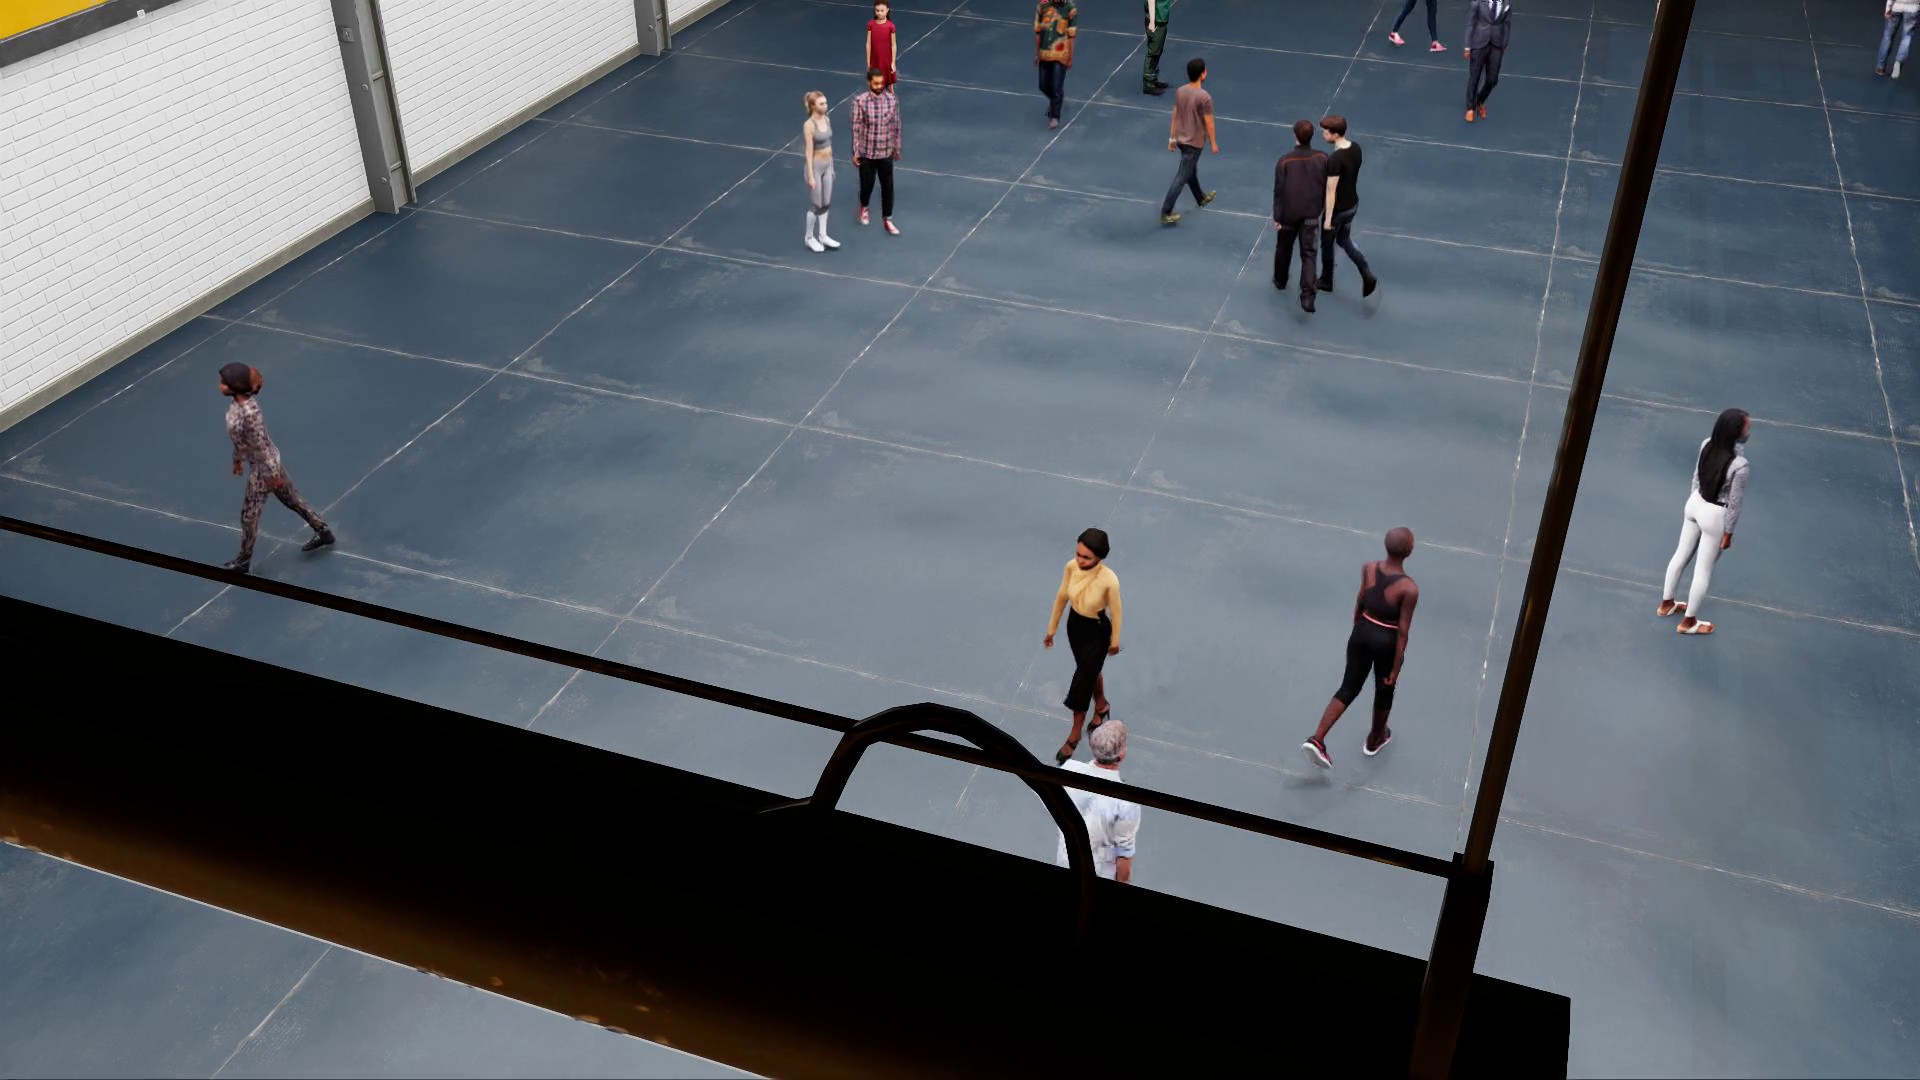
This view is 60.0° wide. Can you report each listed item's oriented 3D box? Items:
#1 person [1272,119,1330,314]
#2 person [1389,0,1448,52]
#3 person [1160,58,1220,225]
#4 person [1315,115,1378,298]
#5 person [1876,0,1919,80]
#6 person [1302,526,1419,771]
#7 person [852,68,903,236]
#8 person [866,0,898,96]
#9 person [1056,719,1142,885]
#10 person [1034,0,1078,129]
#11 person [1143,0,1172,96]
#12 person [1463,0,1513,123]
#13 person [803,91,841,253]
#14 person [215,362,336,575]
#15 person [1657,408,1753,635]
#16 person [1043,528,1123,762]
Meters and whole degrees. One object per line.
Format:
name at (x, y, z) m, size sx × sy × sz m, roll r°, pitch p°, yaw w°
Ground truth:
person at (3.292, -3.075, 15.991) m, size 0.979 × 1.795 × 1.307 m, roll 3°, pitch 34°, yaw 4°
person at (6.299, -7.603, 22.915) m, size 1.170 × 1.669 × 1.095 m, roll -21°, pitch 39°, yaw -29°
person at (2.386, -4.202, 17.746) m, size 1.198 × 1.727 × 1.020 m, roll -22°, pitch 39°, yaw -29°
person at (3.755, -3.177, 16.093) m, size 1.117 × 1.851 × 1.064 m, roll -27°, pitch 42°, yaw -34°
person at (12.395, -6.942, 21.772) m, size 0.674 × 1.834 × 0.981 m, roll 12°, pitch 36°, yaw 18°
person at (2.522, 0.710, 10.352) m, size 1.105 × 1.732 × 0.880 m, roll -25°, pitch 41°, yaw -32°
person at (-0.909, -4.140, 17.630) m, size 0.925 × 1.753 × 0.991 m, roll -12°, pitch 35°, yaw -17°
person at (-0.963, -5.907, 20.467) m, size 0.598 × 1.556 × 0.660 m, roll 4°, pitch 34°, yaw 6°
person at (0.645, 1.748, 8.736) m, size 0.871 × 1.793 × 1.202 m, roll 21°, pitch 39°, yaw 28°
person at (1.183, -5.980, 20.361) m, size 0.676 × 1.794 × 0.748 m, roll 12°, pitch 36°, yaw 18°
person at (2.536, -6.686, 21.379) m, size 0.692 × 1.844 × 0.522 m, roll 10°, pitch 35°, yaw 15°
person at (6.477, -6.111, 20.546) m, size 0.778 × 1.808 × 0.724 m, roll 1°, pitch 34°, yaw 2°
person at (-1.475, -3.817, 17.191) m, size 0.660 × 1.700 × 0.555 m, roll 19°, pitch 38°, yaw 26°
person at (-5.064, -0.548, 12.307) m, size 1.186 × 1.662 × 1.037 m, roll -20°, pitch 38°, yaw -27°
person at (5.241, -0.143, 11.644) m, size 0.728 × 1.722 × 0.636 m, roll -9°, pitch 35°, yaw -13°
person at (0.888, 0.589, 10.623) m, size 0.913 × 1.634 × 0.775 m, roll -28°, pitch 43°, yaw -35°
